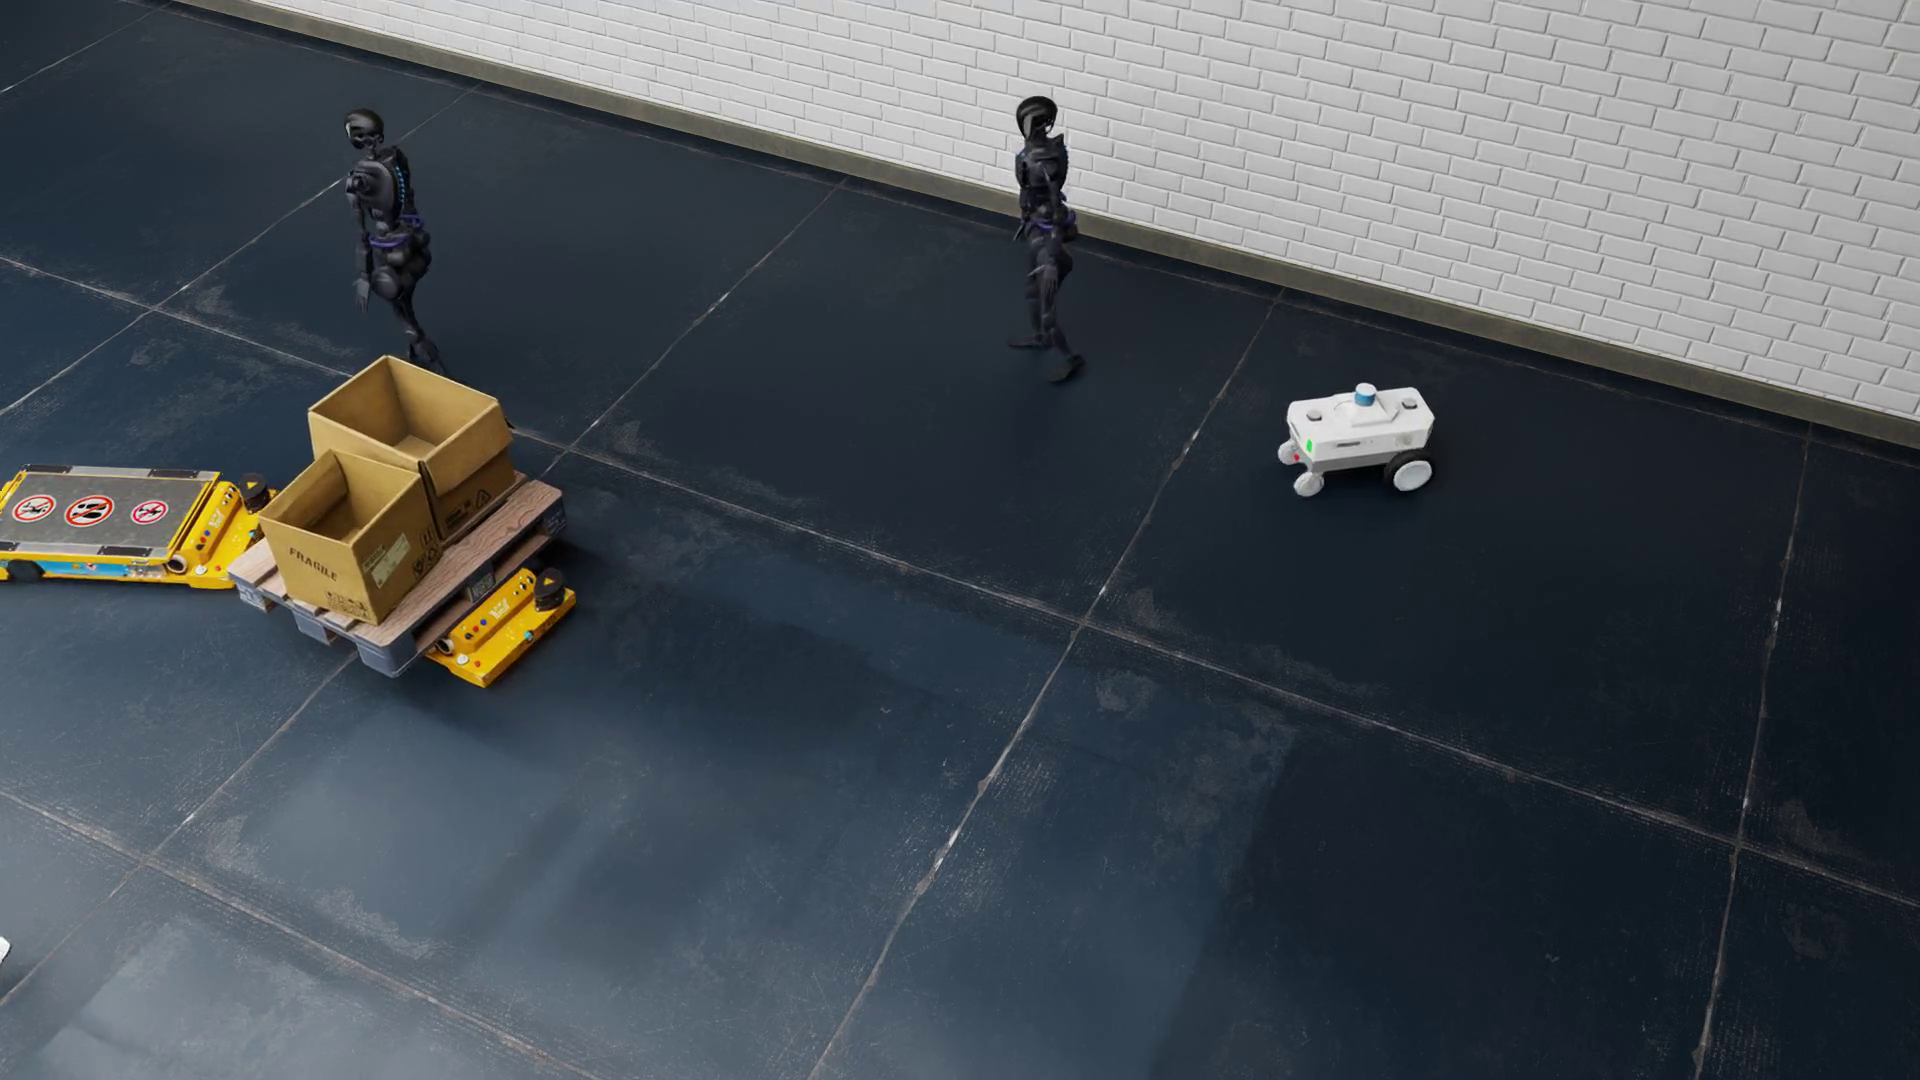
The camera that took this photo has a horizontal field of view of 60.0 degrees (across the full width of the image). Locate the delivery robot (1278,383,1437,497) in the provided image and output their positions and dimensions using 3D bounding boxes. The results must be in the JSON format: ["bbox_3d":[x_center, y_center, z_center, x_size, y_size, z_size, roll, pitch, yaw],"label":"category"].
[{"bbox_3d":[2.080,-0.545,8.644,0.814,0.610,0.499,-8,43,-8],"label":"delivery robot"}]

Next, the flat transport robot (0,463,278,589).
[{"bbox_3d":[-4.238,-0.069,8.329,1.431,0.231,0.659,2,43,3],"label":"flat transport robot"}]

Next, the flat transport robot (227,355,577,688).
[{"bbox_3d":[-2.626,0.188,8.053,1.431,0.231,0.659,22,47,22],"label":"flat transport robot"}]

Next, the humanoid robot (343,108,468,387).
[{"bbox_3d":[-3.031,-1.507,8.867,0.595,1.644,0.616,8,43,9],"label":"humanoid robot"}]

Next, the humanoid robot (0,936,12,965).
[{"bbox_3d":[-3.996,1.228,5.894,0.535,1.778,1.032,28,50,27],"label":"humanoid robot"}]

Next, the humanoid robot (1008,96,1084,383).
[{"bbox_3d":[0.476,-1.648,8.998,0.383,1.642,0.611,-11,44,-11],"label":"humanoid robot"}]
